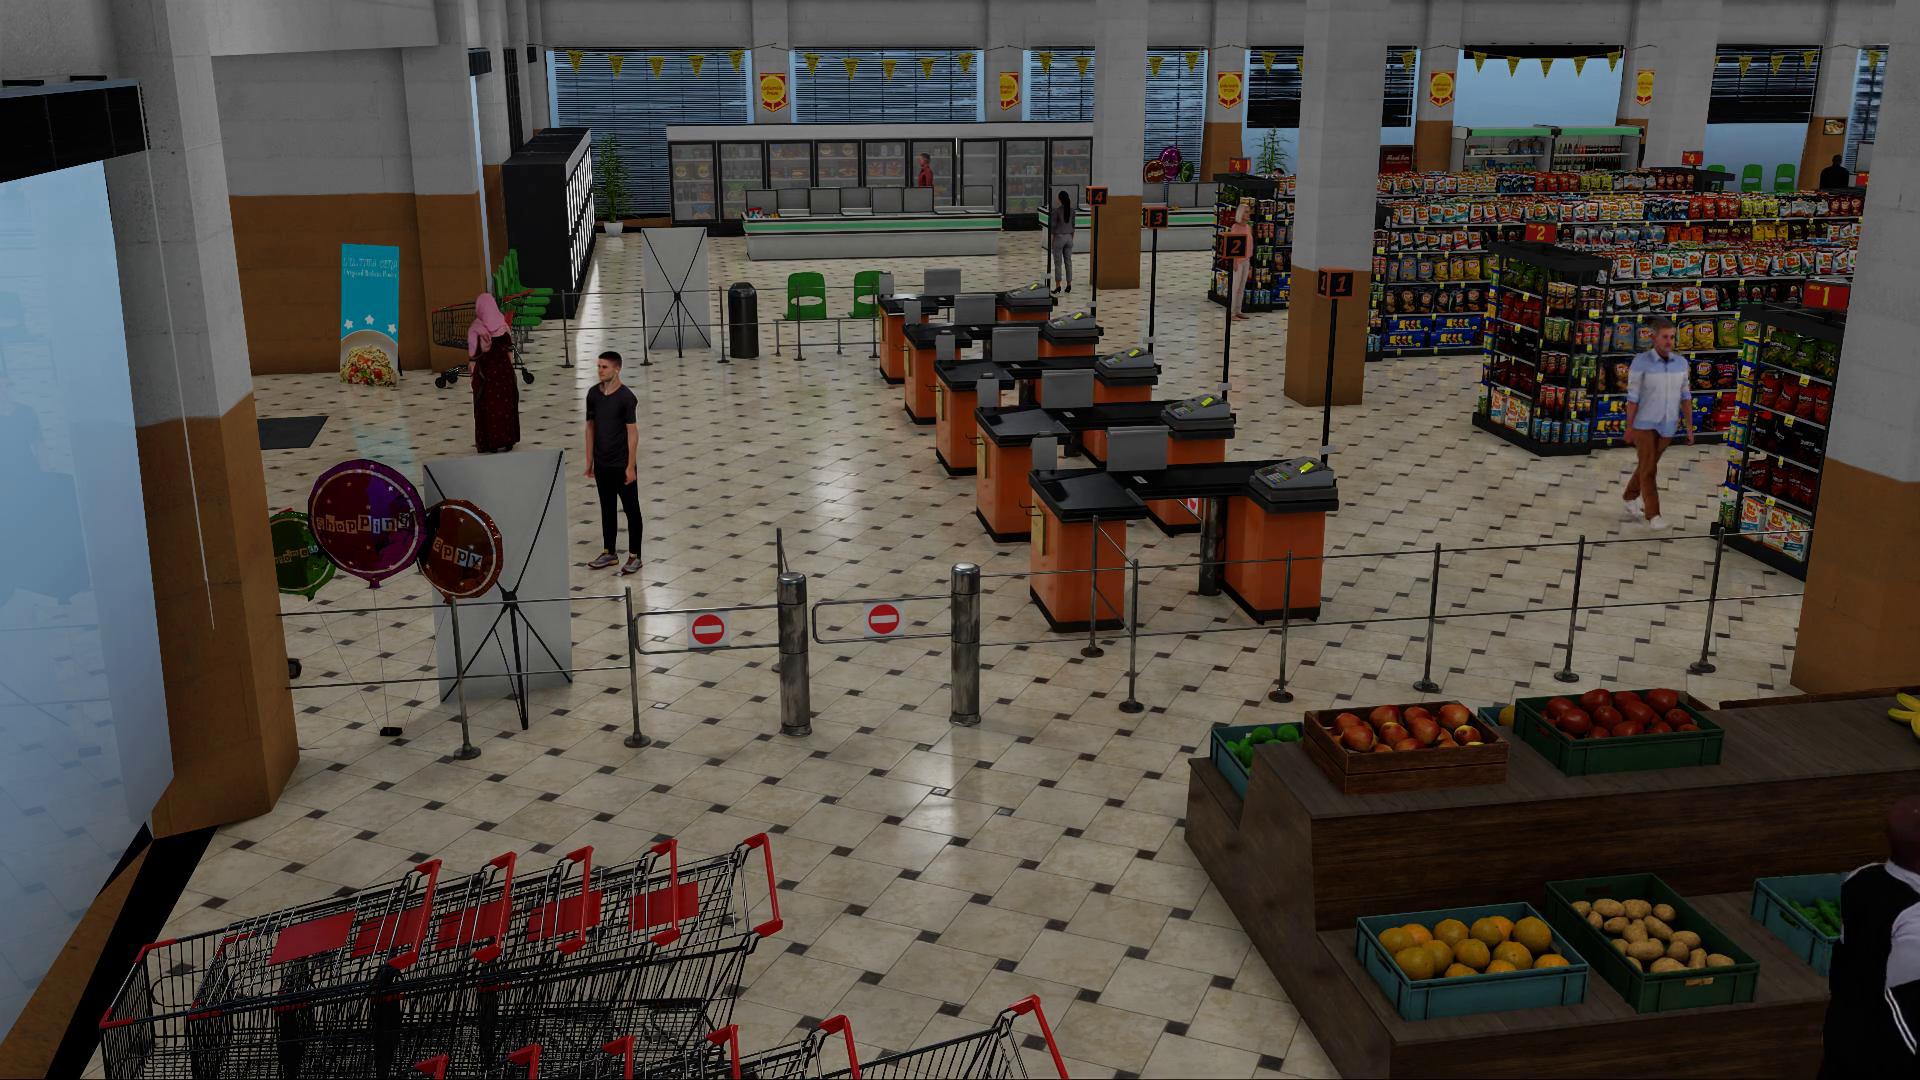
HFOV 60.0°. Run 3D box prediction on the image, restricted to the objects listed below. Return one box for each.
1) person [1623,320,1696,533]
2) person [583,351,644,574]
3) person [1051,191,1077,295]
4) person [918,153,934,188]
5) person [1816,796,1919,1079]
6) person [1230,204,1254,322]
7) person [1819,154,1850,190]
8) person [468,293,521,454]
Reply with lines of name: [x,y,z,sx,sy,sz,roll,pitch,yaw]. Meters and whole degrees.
person: [5.966,-0.998,14.394,1.072,1.777,0.765,-4,17,-12]
person: [-2.733,-0.625,13.189,0.680,1.765,0.779,8,18,24]
person: [1.693,-4.916,27.468,0.634,1.678,0.758,-9,19,-27]
person: [-0.681,-6.971,33.975,0.575,1.830,0.705,-1,17,-5]
person: [2.928,1.689,5.507,1.169,1.800,0.894,2,17,8]
person: [4.199,-4.177,24.953,0.742,1.725,0.659,14,22,39]
person: [17.732,-6.924,33.840,0.784,1.818,0.832,13,21,36]
person: [-4.771,-1.711,16.984,0.698,1.637,0.815,-12,21,-35]
